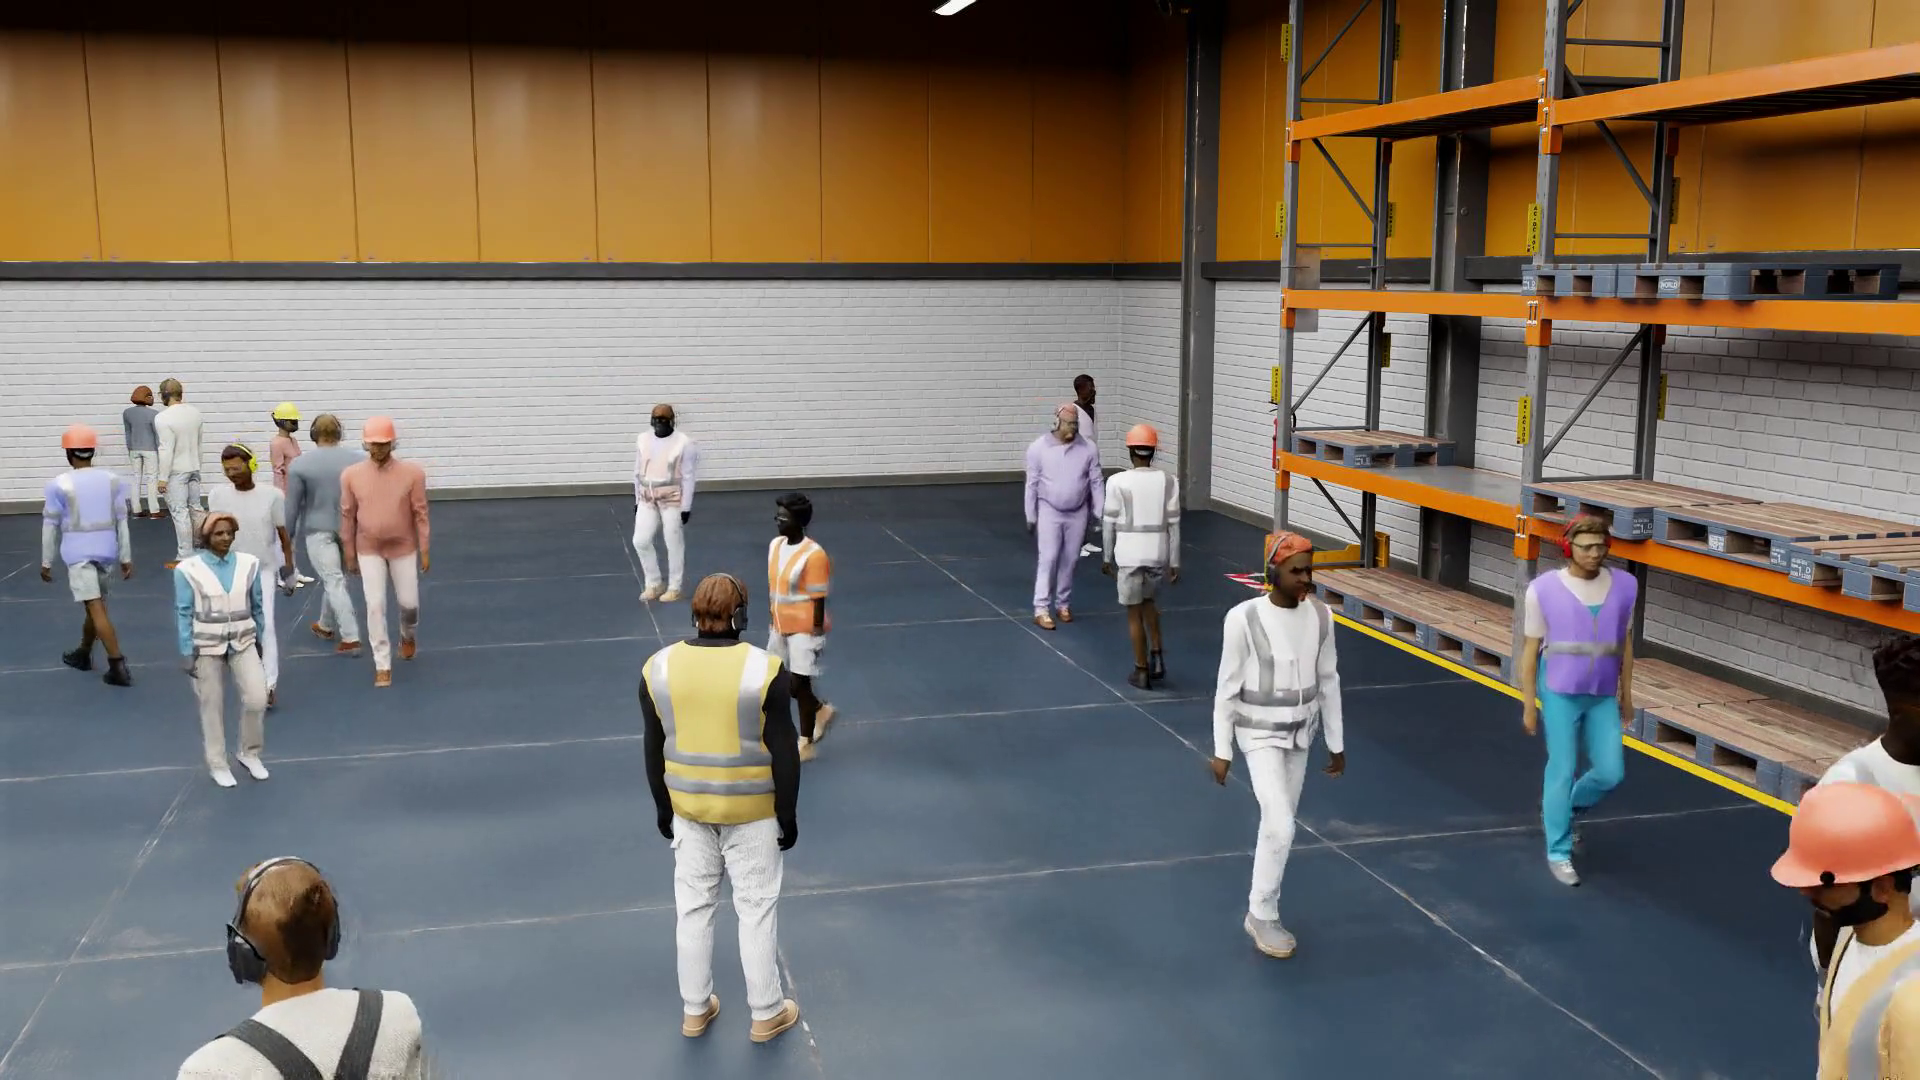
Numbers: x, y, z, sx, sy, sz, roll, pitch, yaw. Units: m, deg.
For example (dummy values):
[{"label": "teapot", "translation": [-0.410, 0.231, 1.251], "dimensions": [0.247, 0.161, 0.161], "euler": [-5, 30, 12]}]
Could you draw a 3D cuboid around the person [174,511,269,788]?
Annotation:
[{"label": "person", "translation": [-4.254, 0.637, 9.614], "dimensions": [0.512, 1.627, 0.420], "euler": [-8, 12, -42]}]

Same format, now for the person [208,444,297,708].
[{"label": "person", "translation": [-4.886, 0.250, 11.465], "dimensions": [0.510, 1.809, 0.984], "euler": [-2, 9, -13]}]

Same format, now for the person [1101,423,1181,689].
[{"label": "person", "translation": [1.289, 0.120, 11.983], "dimensions": [0.538, 1.914, 0.463], "euler": [-3, 10, -17]}]

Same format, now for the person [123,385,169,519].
[{"label": "person", "translation": [-9.926, -1.065, 20.261], "dimensions": [0.497, 1.627, 0.270], "euler": [1, 9, 8]}]

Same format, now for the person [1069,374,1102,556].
[{"label": "person", "translation": [1.291, -0.801, 17.692], "dimensions": [0.392, 1.922, 0.593], "euler": [5, 10, 27]}]

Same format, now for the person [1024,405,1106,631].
[{"label": "person", "translation": [0.891, -0.208, 14.122], "dimensions": [0.664, 1.878, 0.628], "euler": [-2, 9, -12]}]

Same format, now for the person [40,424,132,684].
[{"label": "person", "translation": [-6.405, 0.101, 12.196], "dimensions": [1.017, 1.886, 0.561], "euler": [6, 11, 35]}]

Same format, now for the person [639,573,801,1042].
[{"label": "person", "translation": [-0.908, 1.038, 6.473], "dimensions": [0.622, 1.842, 0.429], "euler": [2, 9, 13]}]

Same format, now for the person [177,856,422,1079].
[{"label": "person", "translation": [-1.388, 1.529, 3.452], "dimensions": [0.806, 1.815, 0.555], "euler": [8, 12, 42]}]

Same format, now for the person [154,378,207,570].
[{"label": "person", "translation": [-7.864, -0.663, 16.779], "dimensions": [0.354, 1.936, 0.635], "euler": [2, 9, 10]}]

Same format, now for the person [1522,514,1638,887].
[{"label": "person", "translation": [3.034, 0.770, 8.168], "dimensions": [0.596, 1.826, 0.440], "euler": [-1, 9, -8]}]

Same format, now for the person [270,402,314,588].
[{"label": "person", "translation": [-6.388, -0.431, 15.870], "dimensions": [0.313, 1.766, 0.533], "euler": [-1, 9, -4]}]

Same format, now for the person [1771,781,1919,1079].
[{"label": "person", "translation": [2.022, 1.457, 3.665], "dimensions": [0.545, 1.899, 0.644], "euler": [3, 9, 16]}]

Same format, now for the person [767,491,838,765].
[{"label": "person", "translation": [-0.957, 0.527, 10.127], "dimensions": [0.439, 1.683, 0.545], "euler": [-7, 12, -39]}]

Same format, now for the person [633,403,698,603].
[{"label": "person", "translation": [-2.697, -0.322, 15.012], "dimensions": [0.641, 1.820, 0.528], "euler": [4, 10, 21]}]

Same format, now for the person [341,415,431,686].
[{"label": "person", "translation": [-4.213, 0.048, 12.232], "dimensions": [0.626, 1.976, 0.676], "euler": [-3, 9, -15]}]

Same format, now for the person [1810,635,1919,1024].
[{"label": "person", "translation": [2.720, 1.222, 4.962], "dimensions": [0.625, 1.951, 0.485], "euler": [-5, 10, -28]}]

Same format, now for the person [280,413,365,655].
[{"label": "person", "translation": [-4.995, -0.055, 13.155], "dimensions": [1.022, 1.884, 0.649], "euler": [9, 13, 43]}]

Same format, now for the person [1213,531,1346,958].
[{"label": "person", "translation": [1.432, 0.898, 7.242], "dimensions": [0.611, 1.867, 0.526], "euler": [-6, 11, -31]}]
